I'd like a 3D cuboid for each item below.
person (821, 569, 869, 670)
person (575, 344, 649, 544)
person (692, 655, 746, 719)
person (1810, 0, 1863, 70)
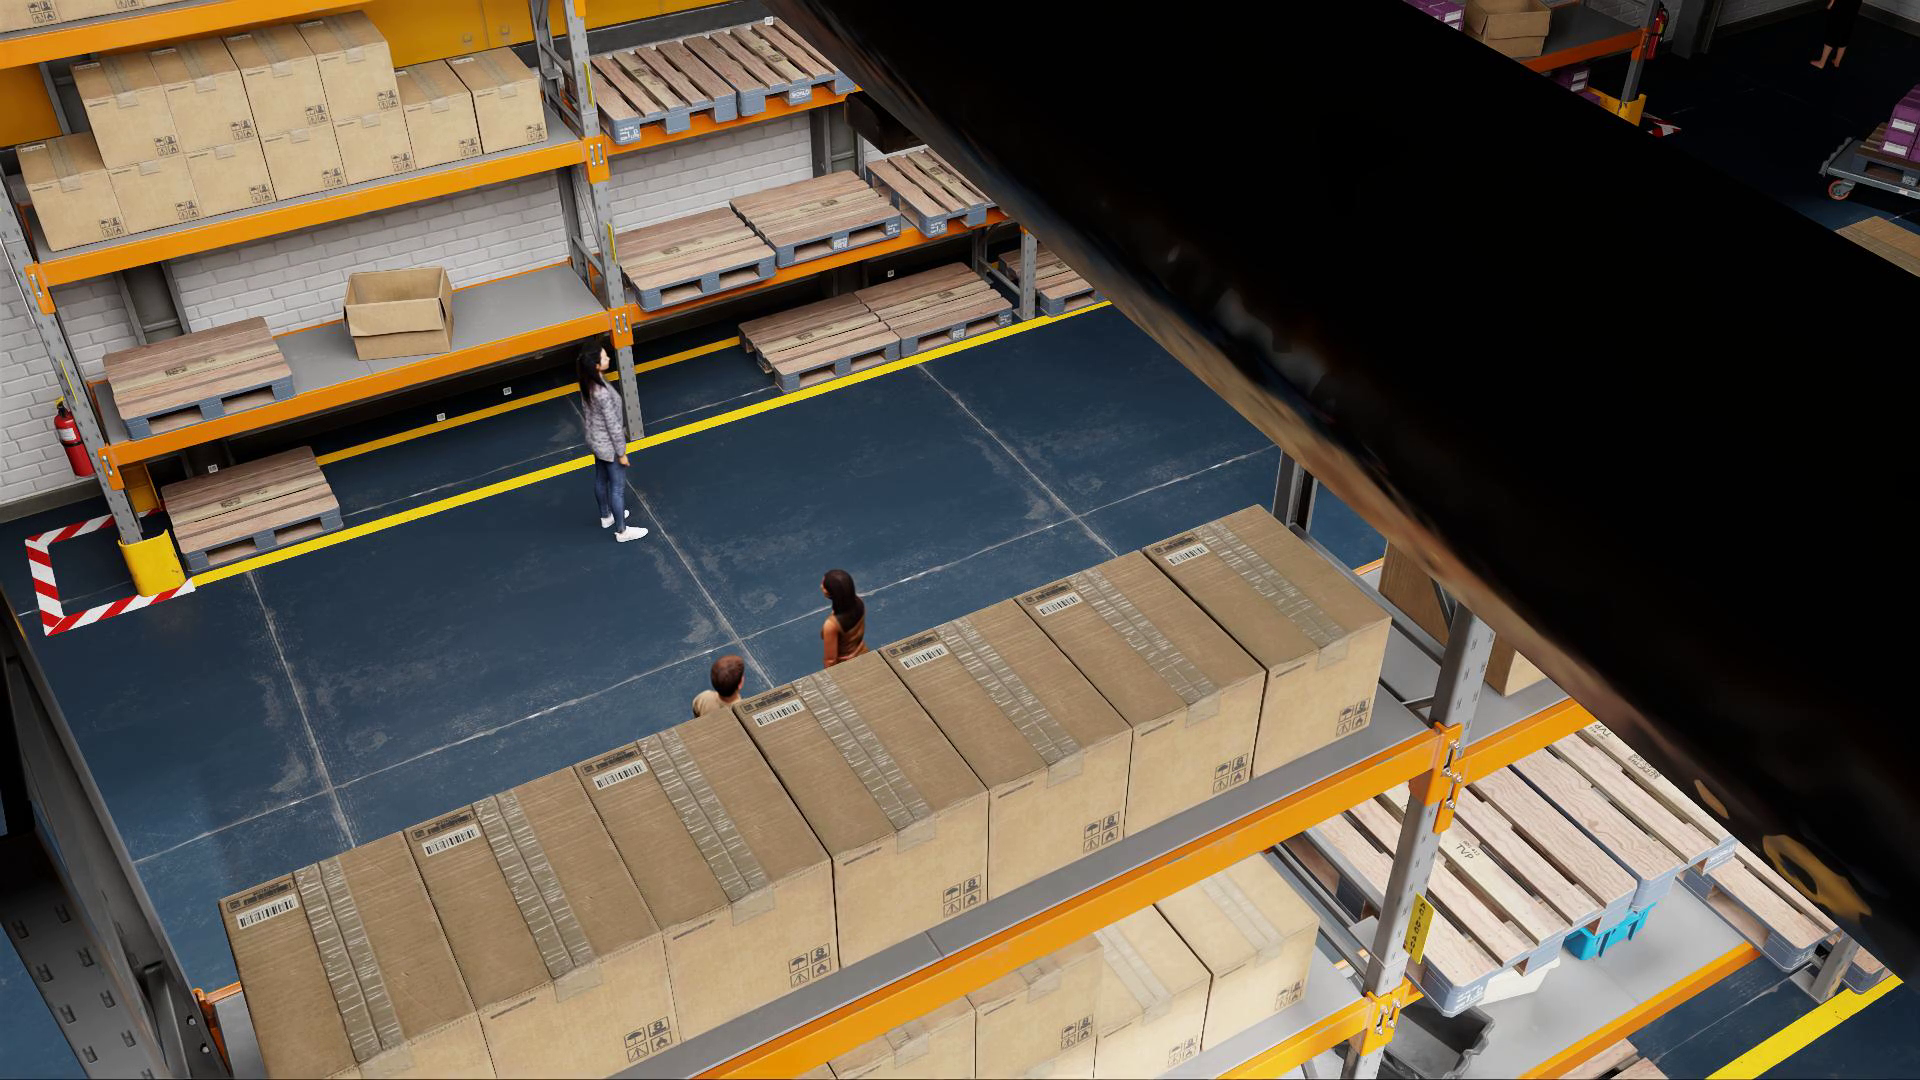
[{"bbox_3d":[-0.736,0.860,10.917,0.706,1.684,0.614,17,42,21],"label":"person"},{"bbox_3d":[-2.754,-0.767,12.914,0.555,1.733,0.631,-25,45,-28],"label":"person"},{"bbox_3d":[-1.341,1.416,10.085,0.745,1.852,0.780,14,41,16],"label":"person"},{"bbox_3d":[10.801,-6.546,20.236,0.612,1.625,0.706,-5,39,-7],"label":"person"}]
